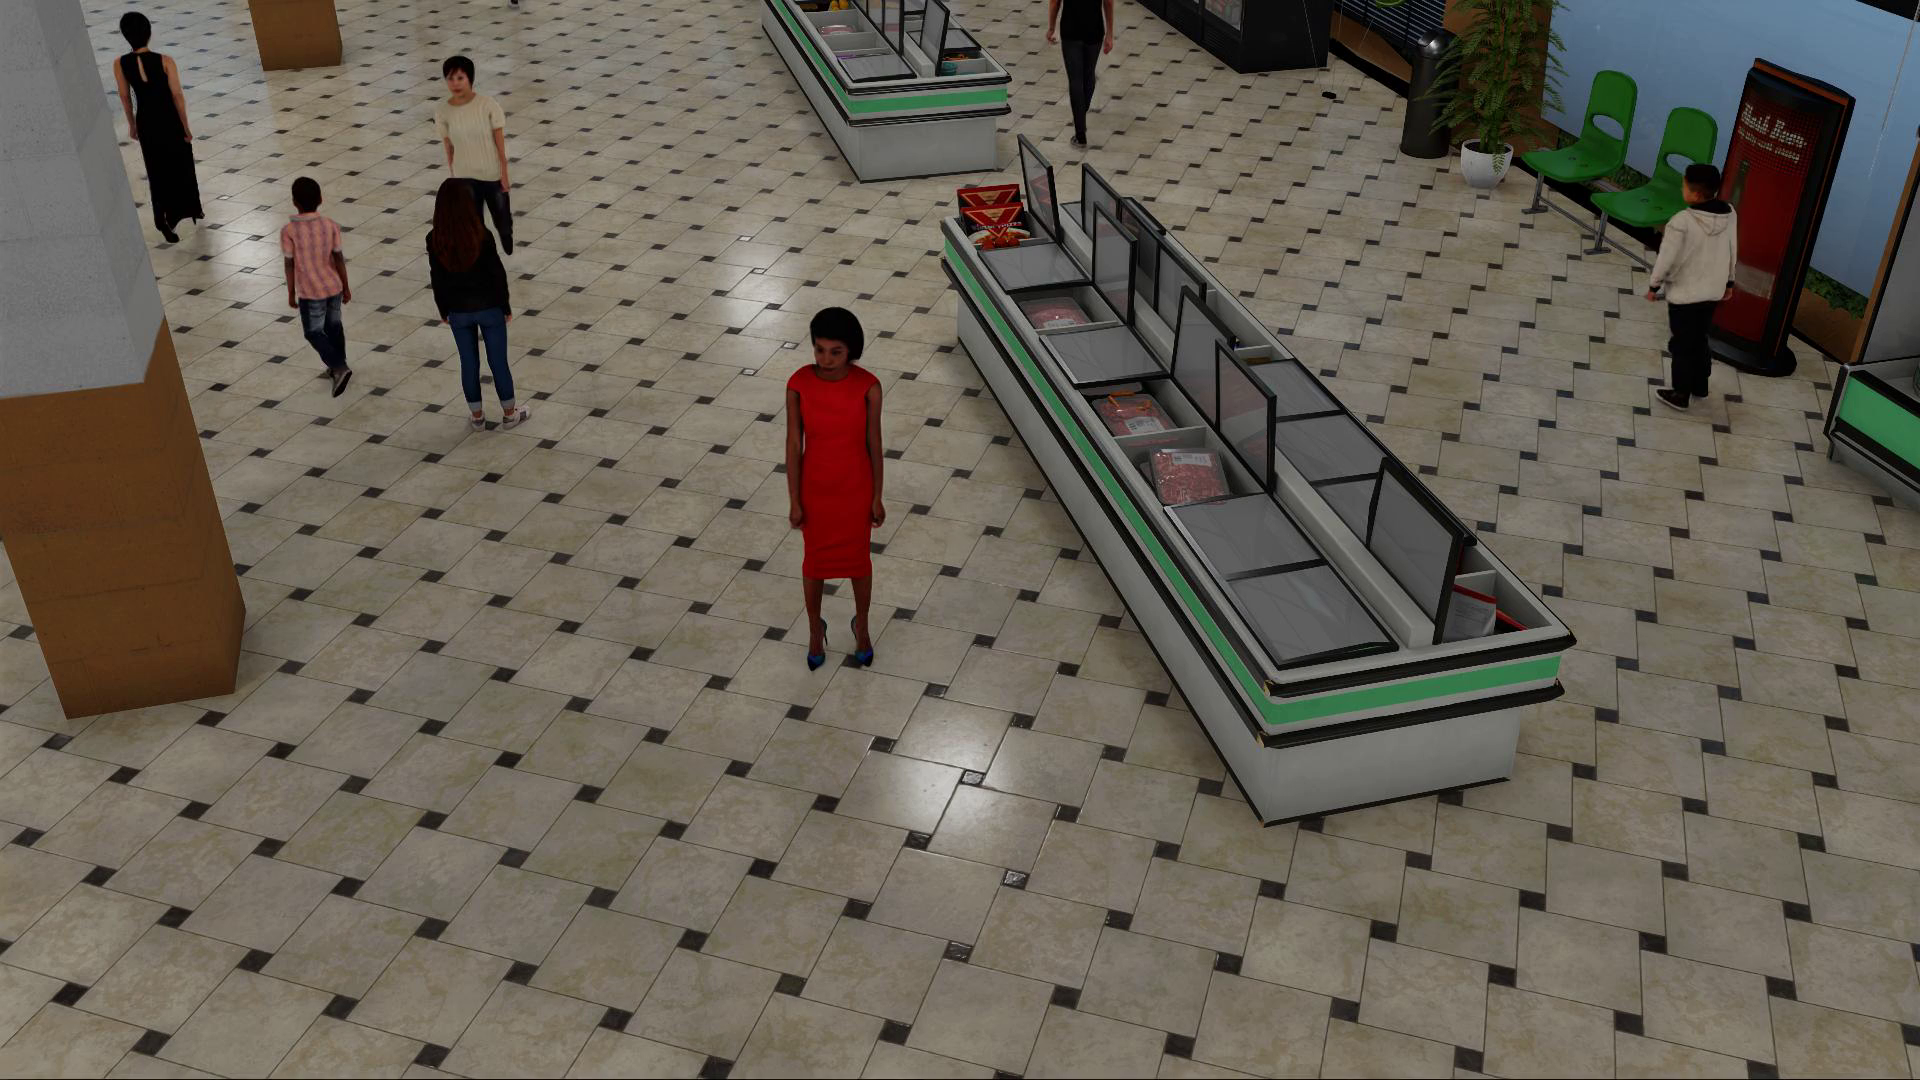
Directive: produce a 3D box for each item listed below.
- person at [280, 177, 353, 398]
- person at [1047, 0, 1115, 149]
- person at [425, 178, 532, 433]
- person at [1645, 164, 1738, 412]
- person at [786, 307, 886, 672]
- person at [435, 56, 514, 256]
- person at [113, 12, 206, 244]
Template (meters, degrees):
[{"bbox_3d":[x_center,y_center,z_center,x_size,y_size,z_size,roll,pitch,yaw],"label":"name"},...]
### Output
[{"bbox_3d":[-3.702,-1.447,9.670,0.700,1.295,0.832,-26,40,-35],"label":"person"},{"bbox_3d":[0.995,-4.071,13.413,0.691,1.797,1.100,-6,32,-9],"label":"person"},{"bbox_3d":[-2.703,-1.298,9.253,0.599,1.483,0.558,-2,32,-3],"label":"person"},{"bbox_3d":[4.242,-1.411,9.492,0.601,1.421,0.574,-3,32,-4],"label":"person"},{"bbox_3d":[-0.538,-0.209,7.254,0.605,1.746,0.554,-2,32,-4],"label":"person"},{"bbox_3d":[-3.140,-2.395,10.935,0.649,1.568,0.907,-4,32,-7],"label":"person"},{"bbox_3d":[-5.624,-2.848,11.658,0.612,1.573,0.999,-7,33,-11],"label":"person"}]
